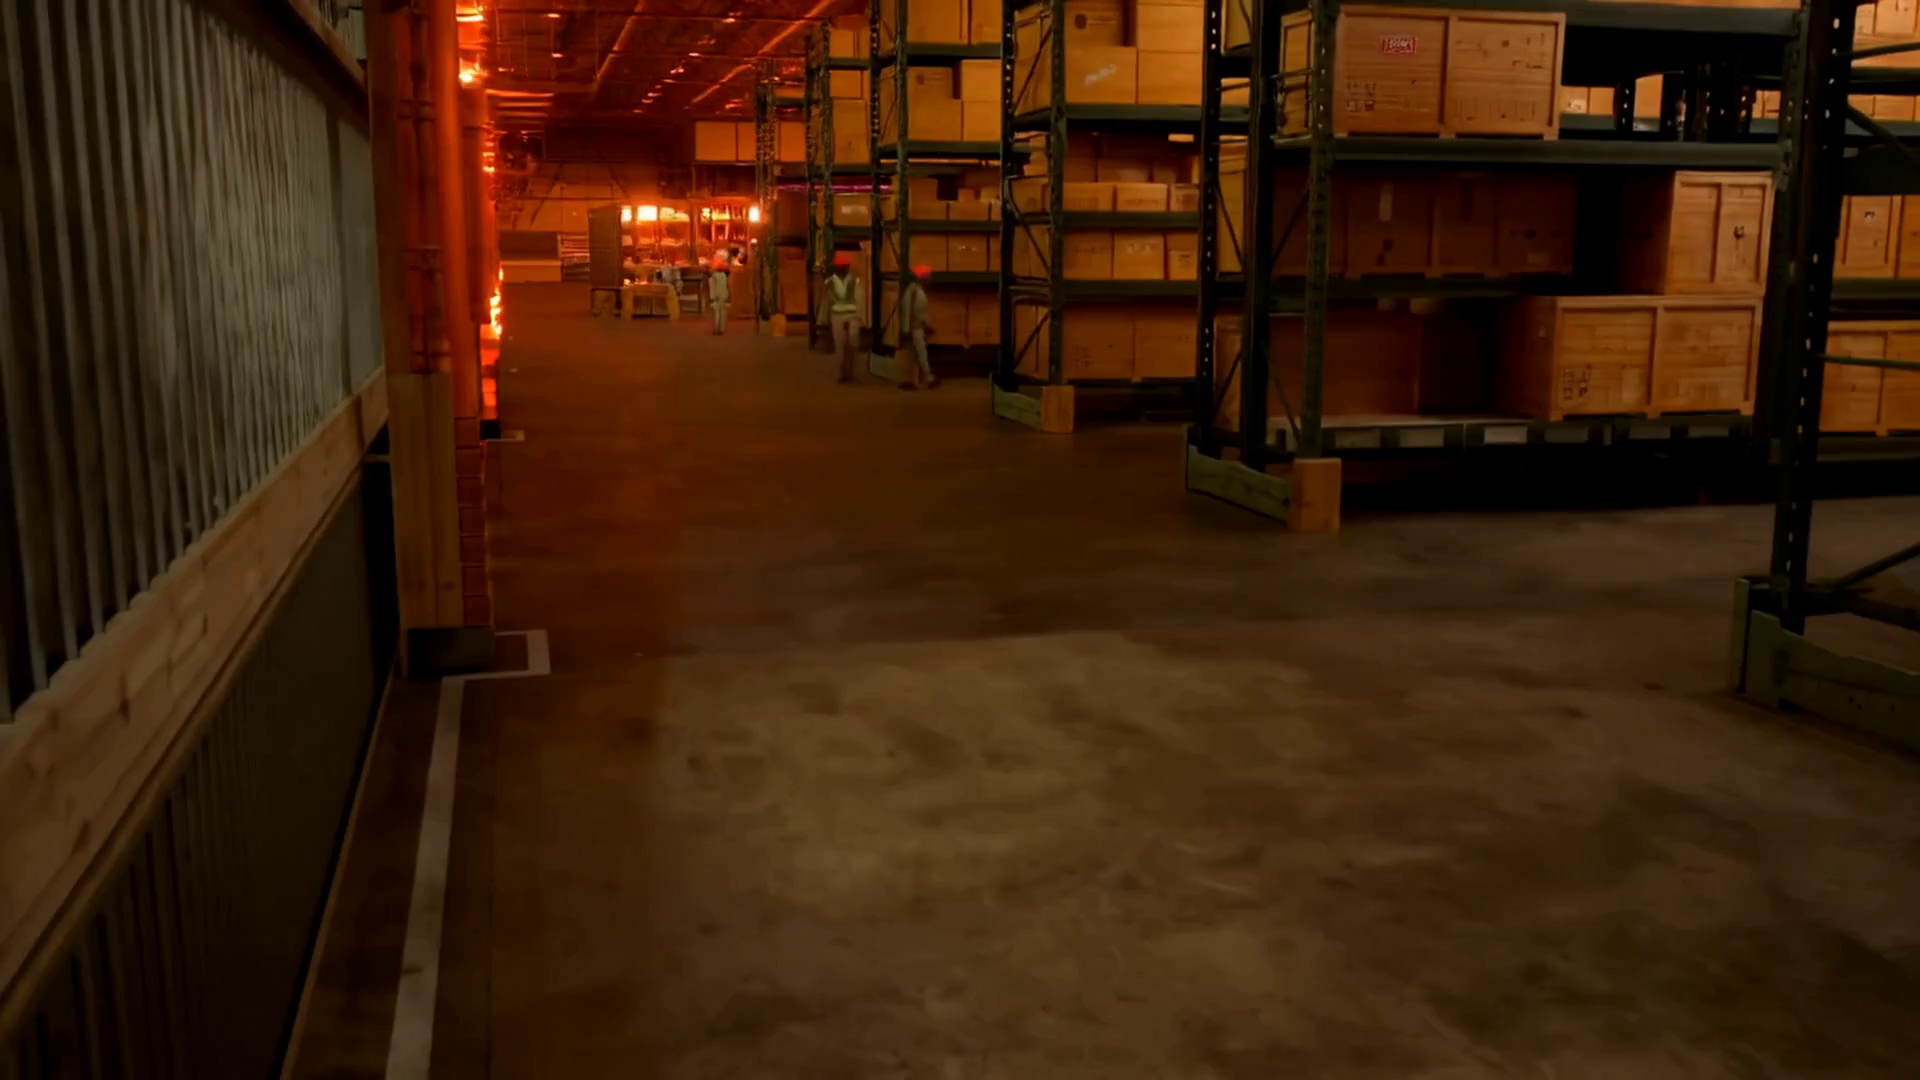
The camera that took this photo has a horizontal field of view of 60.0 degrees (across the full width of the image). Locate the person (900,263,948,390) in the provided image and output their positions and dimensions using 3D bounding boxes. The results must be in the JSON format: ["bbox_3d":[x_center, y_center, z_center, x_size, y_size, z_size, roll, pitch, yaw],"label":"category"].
[{"bbox_3d":[-0.504,-3.018,23.585,0.866,1.781,0.581,3,10,17],"label":"person"}]

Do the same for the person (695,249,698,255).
[{"bbox_3d":[-10.727,-10.955,67.938,0.611,1.985,0.393,-1,10,-5],"label":"person"}]

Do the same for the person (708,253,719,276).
[{"bbox_3d":[-8.296,-8.785,56.148,0.427,1.815,0.597,-6,12,-31],"label":"person"}]

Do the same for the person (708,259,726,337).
[{"bbox_3d":[-5.464,-5.411,37.228,0.341,1.742,0.560,5,11,25],"label":"person"}]

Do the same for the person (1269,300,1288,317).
[{"bbox_3d":[3.132,-1.705,16.535,0.307,1.642,0.514,7,12,34],"label":"person"}]

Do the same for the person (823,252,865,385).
[{"bbox_3d":[-1.695,-3.227,24.309,0.628,1.932,0.460,-1,10,-5],"label":"person"}]

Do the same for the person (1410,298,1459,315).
[{"bbox_3d":[4.453,-1.689,15.647,0.608,1.926,0.645,-3,11,-18],"label":"person"}]
